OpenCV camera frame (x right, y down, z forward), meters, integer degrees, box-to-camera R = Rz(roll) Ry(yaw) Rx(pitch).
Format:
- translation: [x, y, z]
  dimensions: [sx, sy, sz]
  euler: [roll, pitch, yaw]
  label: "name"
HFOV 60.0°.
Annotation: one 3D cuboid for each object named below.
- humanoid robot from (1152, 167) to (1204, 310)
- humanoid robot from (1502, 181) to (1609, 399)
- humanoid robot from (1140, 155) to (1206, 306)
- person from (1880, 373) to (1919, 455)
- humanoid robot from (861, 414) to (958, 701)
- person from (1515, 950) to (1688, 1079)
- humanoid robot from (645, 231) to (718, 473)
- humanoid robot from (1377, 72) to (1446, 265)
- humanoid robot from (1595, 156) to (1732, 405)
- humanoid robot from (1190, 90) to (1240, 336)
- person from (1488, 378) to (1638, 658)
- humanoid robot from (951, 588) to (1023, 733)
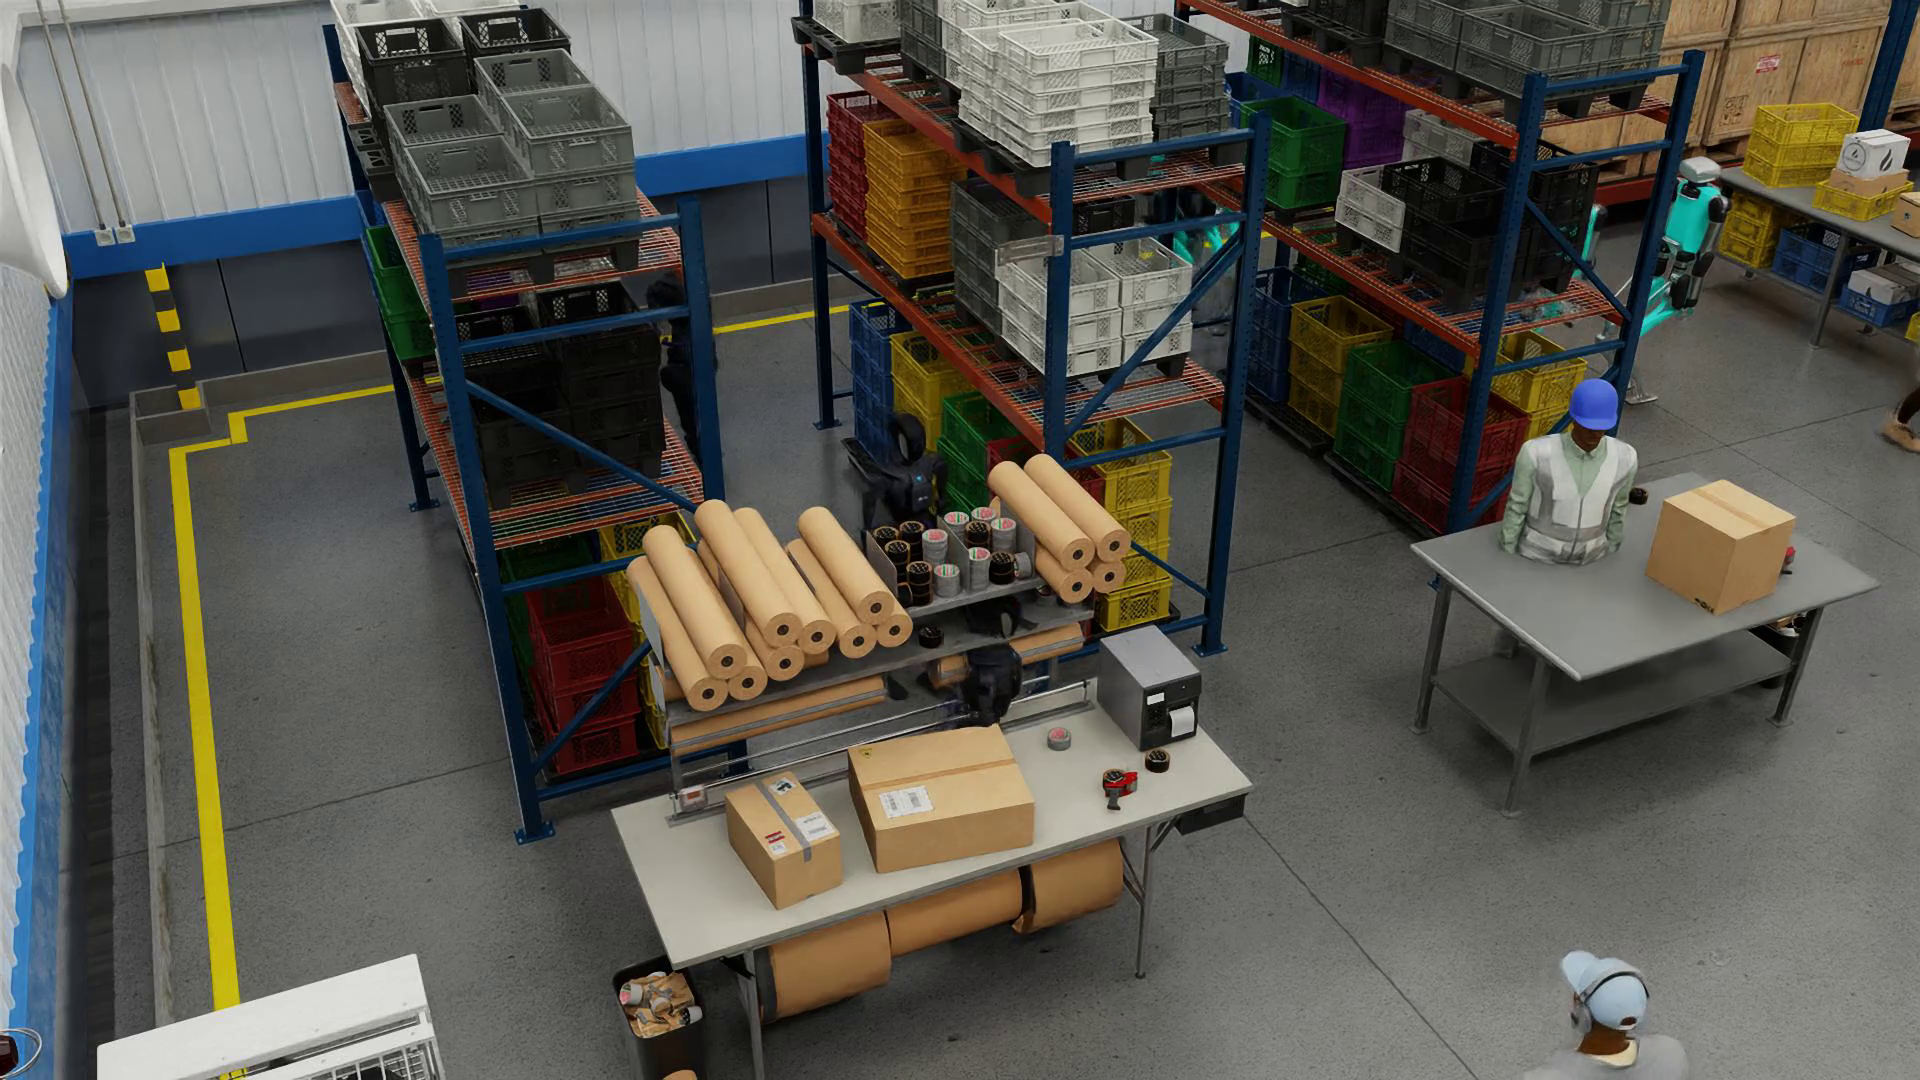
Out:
- translation: [1.674, -2.526, 12.726]
  dimensions: [0.371, 1.655, 0.612]
  euler: [-12, 34, -18]
  label: "humanoid robot"
- translation: [3.847, -1.619, 11.219]
  dimensions: [0.542, 1.795, 0.744]
  euler: [-14, 34, -21]
  label: "humanoid robot"
- translation: [1.682, -2.455, 12.567]
  dimensions: [0.804, 1.783, 0.577]
  euler: [15, 35, 23]
  label: "humanoid robot"
- translation: [6.304, -1.295, 10.456]
  dimensions: [0.618, 1.983, 0.874]
  euler: [7, 32, 11]
  label: "person"
- translation: [-0.258, 0.122, 8.428]
  dimensions: [0.608, 1.646, 0.477]
  euler: [-24, 39, -34]
  label: "humanoid robot"
- translation: [1.876, 2.001, 5.211]
  dimensions: [0.596, 1.850, 0.395]
  euler: [-10, 33, -16]
  label: "person"
- translation: [-1.743, -1.144, 10.492]
  dimensions: [0.421, 1.645, 0.601]
  euler: [19, 36, 28]
  label: "humanoid robot"
- translation: [3.677, -3.064, 13.614]
  dimensions: [0.584, 1.641, 0.539]
  euler: [-3, 32, -5]
  label: "humanoid robot"
- translation: [4.670, -1.727, 11.278]
  dimensions: [0.725, 1.694, 0.532]
  euler: [-10, 33, -16]
  label: "humanoid robot"
- translation: [2.065, -2.405, 12.483]
  dimensions: [0.591, 1.791, 0.813]
  euler: [-17, 36, -26]
  label: "humanoid robot"
- translation: [2.961, 0.078, 8.243]
  dimensions: [0.602, 1.948, 0.386]
  euler: [0, 32, 0]
  label: "person"
- translation: [0.154, 0.914, 7.151]
  dimensions: [0.608, 1.638, 0.591]
  euler: [3, 32, 4]
  label: "humanoid robot"
